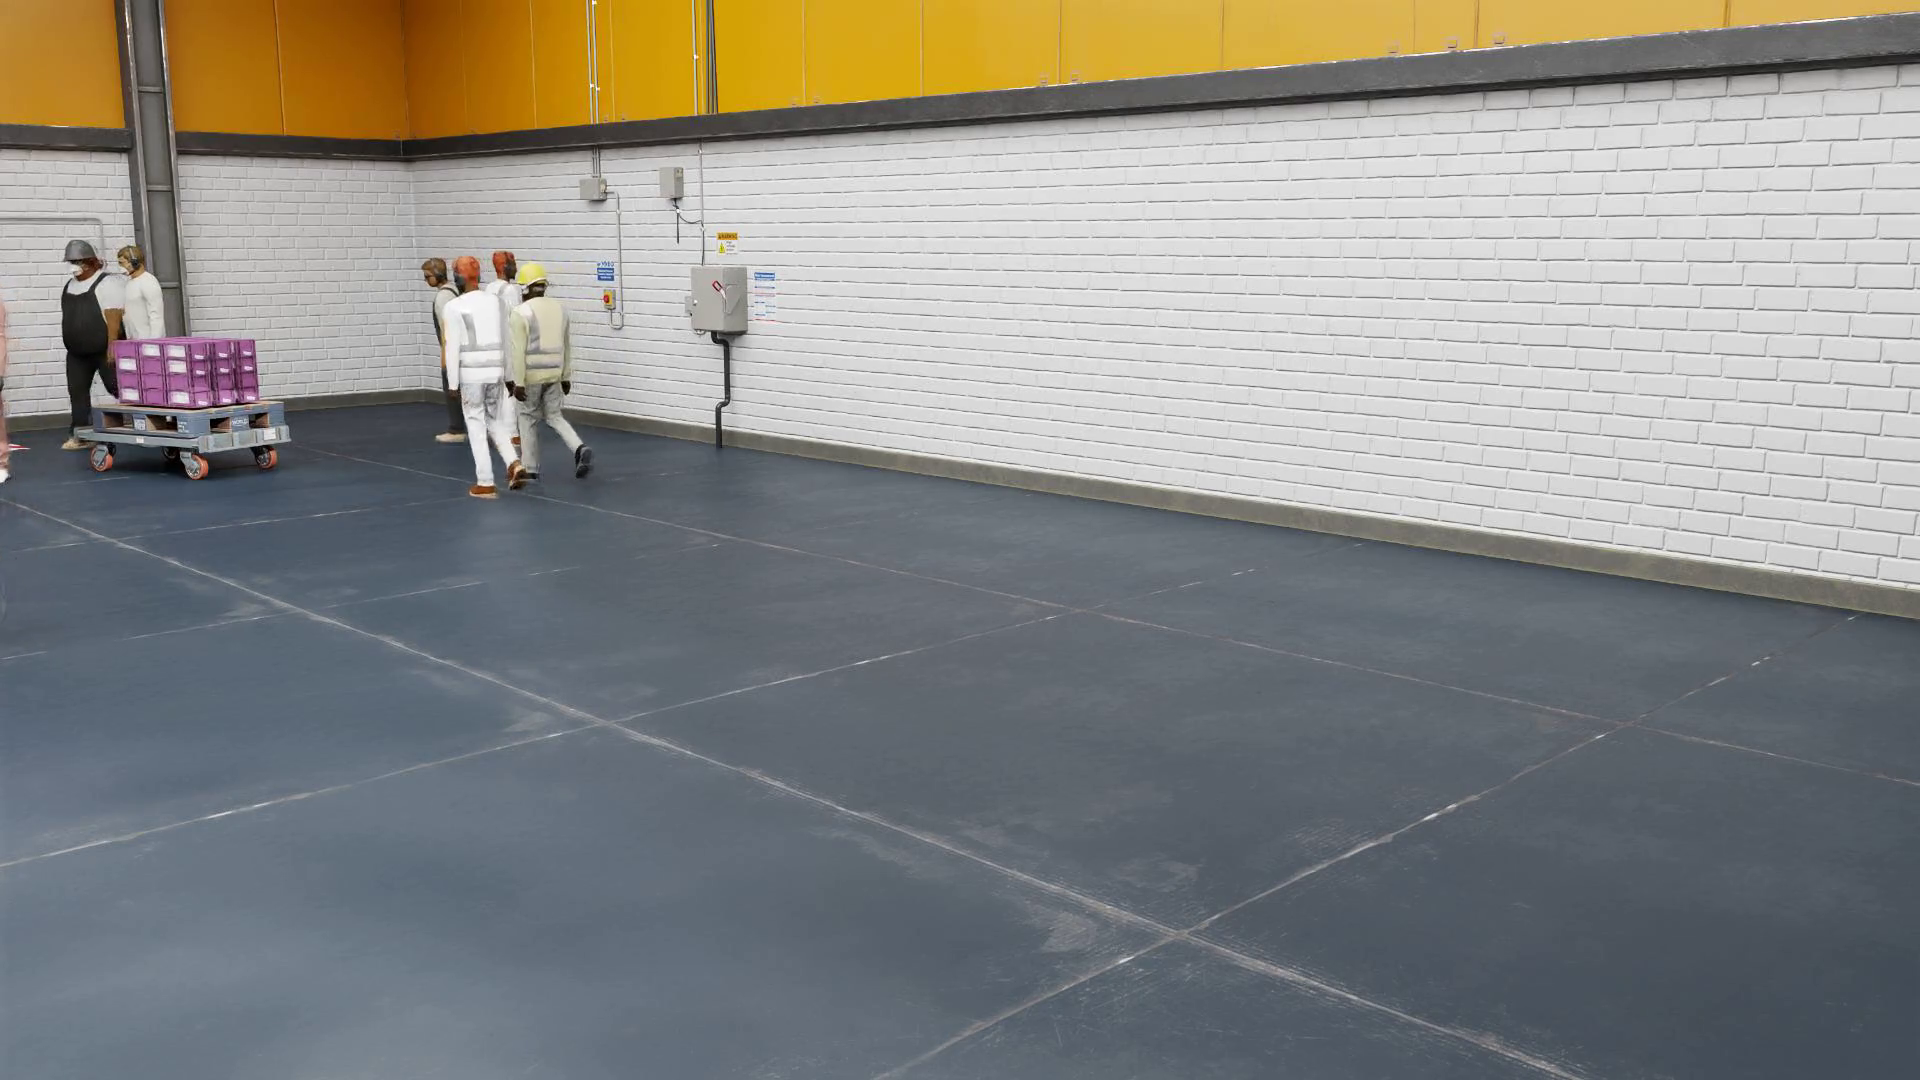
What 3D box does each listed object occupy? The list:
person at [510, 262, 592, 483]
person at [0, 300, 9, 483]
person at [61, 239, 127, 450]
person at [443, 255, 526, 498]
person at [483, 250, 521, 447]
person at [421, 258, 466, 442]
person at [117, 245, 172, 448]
[{"bbox_3d":[-3.372,-1.344,13.513,0.699,1.812,0.599,7,12,33],"label":"person"},{"bbox_3d":[-7.923,-1.317,13.236,0.643,1.857,0.988,-2,11,-13],"label":"person"},{"bbox_3d":[-8.239,-1.909,15.956,0.681,2.000,0.905,2,11,13],"label":"person"},{"bbox_3d":[-3.665,-1.235,12.738,0.457,1.870,0.600,7,13,35],"label":"person"},{"bbox_3d":[-4.341,-1.834,15.982,0.351,1.883,0.577,-9,14,-42],"label":"person"},{"bbox_3d":[-4.894,-1.835,16.180,0.530,1.809,0.606,0,10,-1],"label":"person"},{"bbox_3d":[-7.806,-1.851,15.942,0.374,1.931,0.628,-10,14,-42],"label":"person"}]
